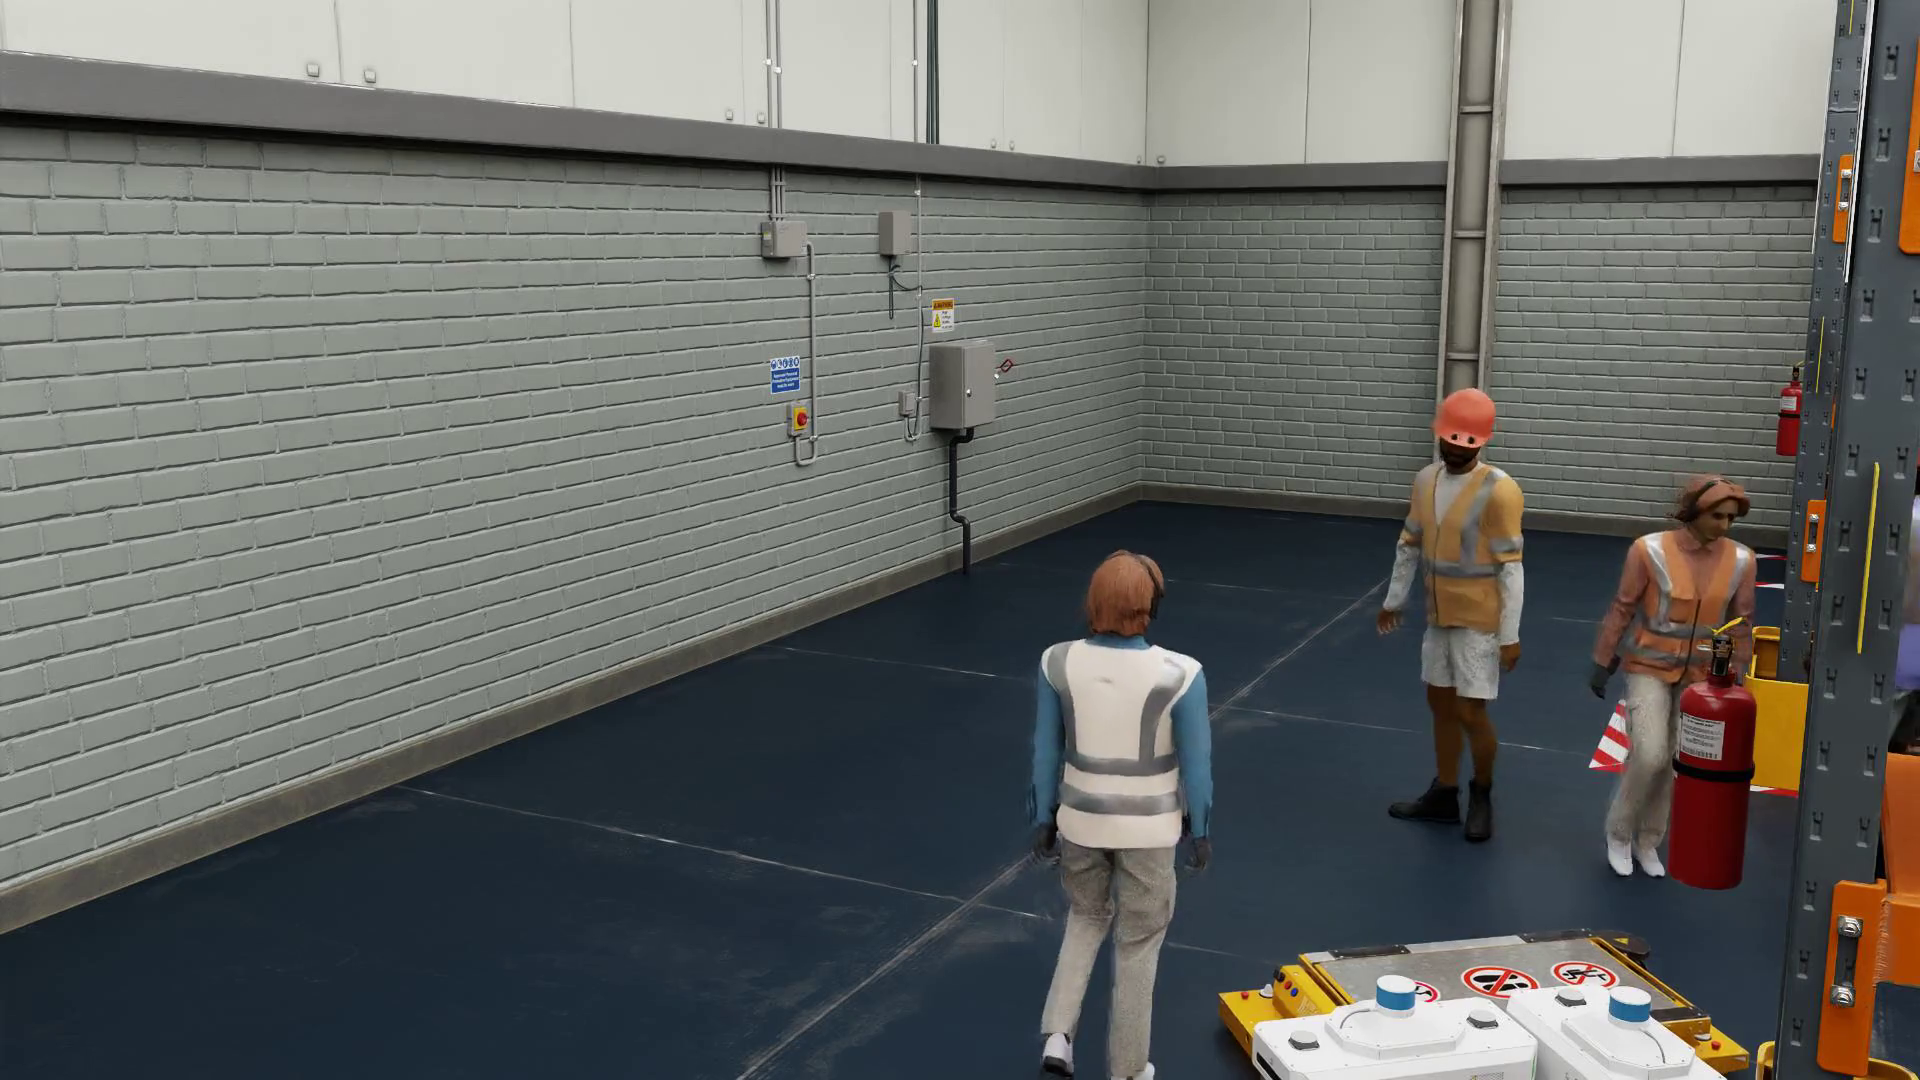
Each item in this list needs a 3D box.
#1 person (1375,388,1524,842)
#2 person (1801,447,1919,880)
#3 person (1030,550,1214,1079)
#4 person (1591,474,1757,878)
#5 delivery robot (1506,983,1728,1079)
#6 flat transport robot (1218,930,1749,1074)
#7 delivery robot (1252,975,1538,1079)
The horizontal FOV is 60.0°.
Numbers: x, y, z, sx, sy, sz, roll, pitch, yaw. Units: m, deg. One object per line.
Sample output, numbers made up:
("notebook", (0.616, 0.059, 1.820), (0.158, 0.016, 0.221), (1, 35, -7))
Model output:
("person", (2.043, 0.307, 6.950), (0.447, 1.915, 0.716), (-4, 11, -22))
("person", (3.493, 0.458, 6.157), (0.544, 1.888, 0.688), (-4, 11, -20))
("person", (0.466, 0.839, 4.813), (0.513, 1.627, 0.357), (5, 12, 26))
("person", (2.764, 0.536, 6.456), (0.572, 1.611, 0.417), (0, 10, -2))
("delivery robot", (1.735, 1.412, 4.343), (0.477, 0.478, 0.707), (-2, 11, -12))
("flat transport robot", (1.585, 1.460, 5.114), (1.431, 0.197, 0.652), (-2, 11, -11))
("delivery robot", (1.145, 1.400, 4.411), (0.707, 0.478, 0.477), (-2, 11, -13))
